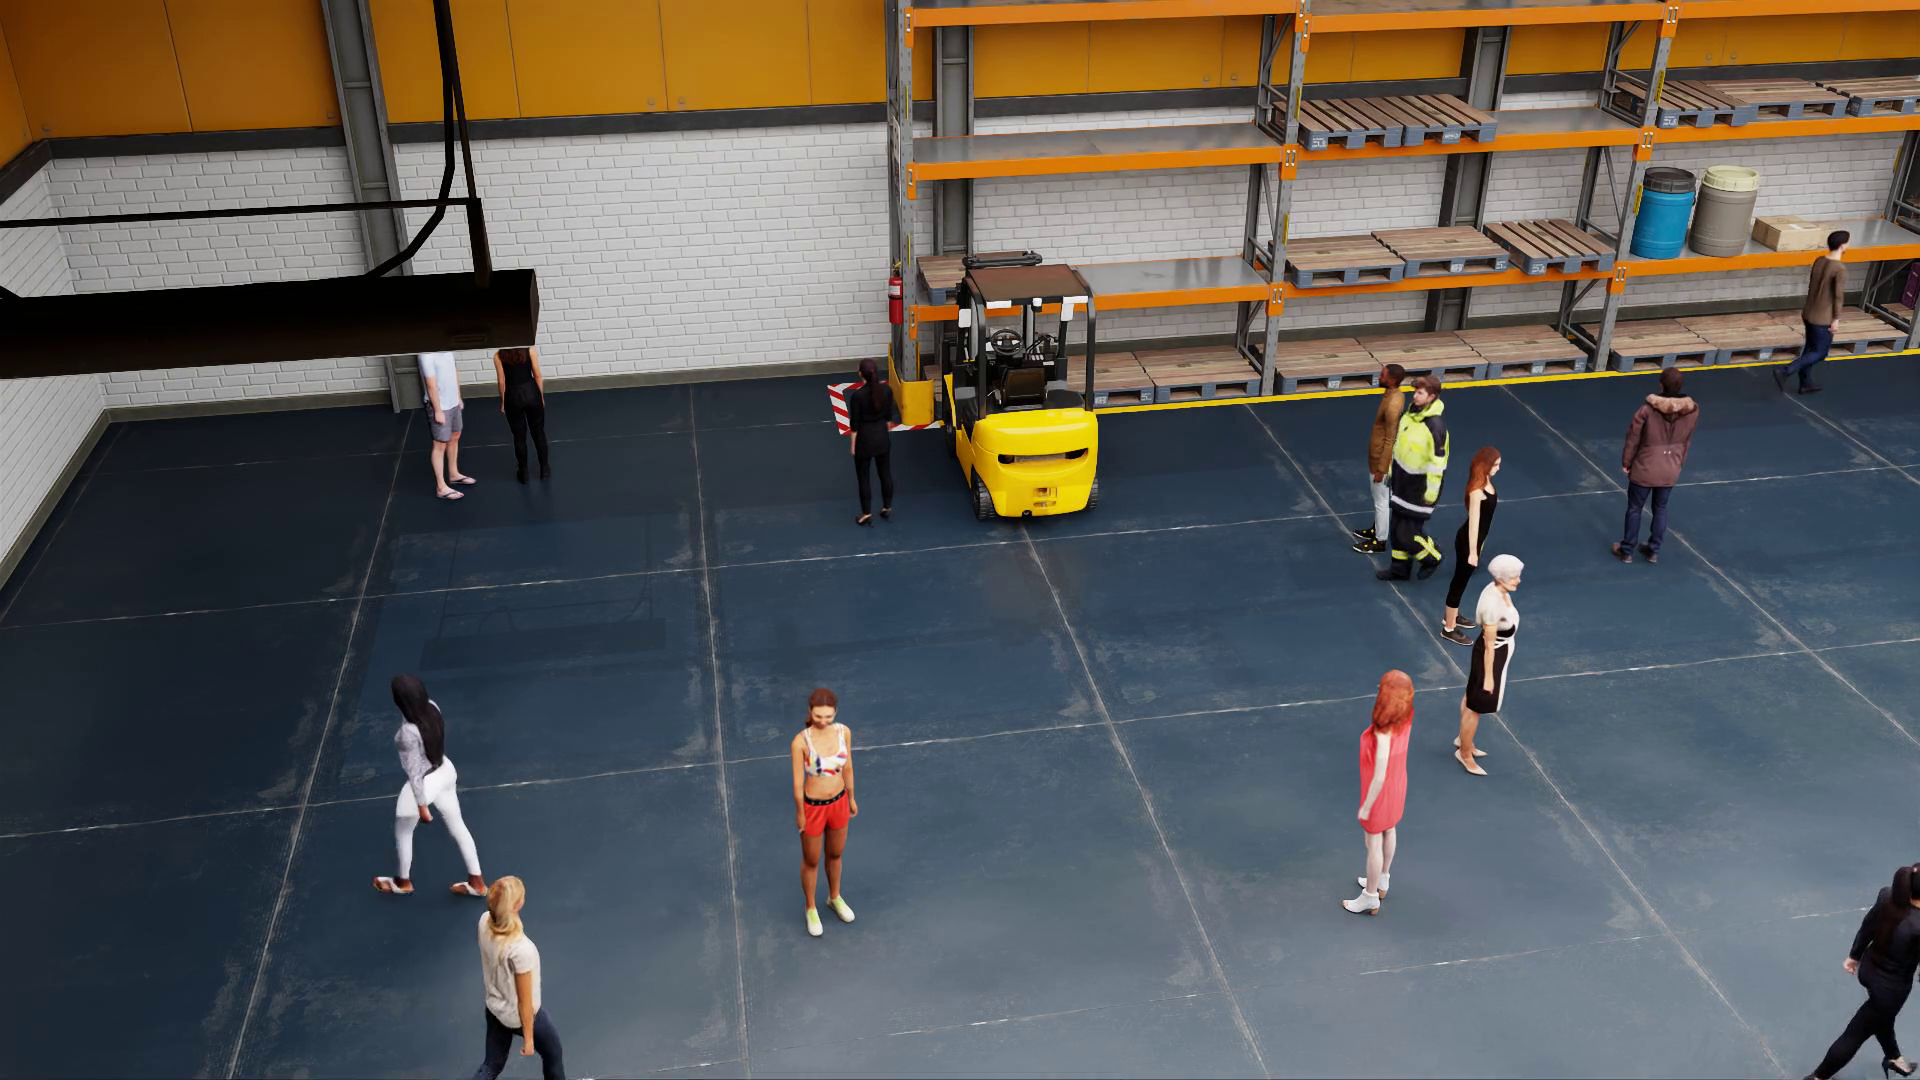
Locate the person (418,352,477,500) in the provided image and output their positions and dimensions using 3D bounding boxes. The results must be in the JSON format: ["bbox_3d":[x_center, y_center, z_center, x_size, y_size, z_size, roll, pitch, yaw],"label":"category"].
[{"bbox_3d":[-4.995,-1.308,16.025,0.671,1.829,0.702,6,29,10],"label":"person"}]

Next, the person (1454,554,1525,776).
[{"bbox_3d":[3.810,0.889,12.077,0.696,1.752,0.703,10,30,17],"label":"person"}]

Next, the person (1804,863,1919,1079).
[{"bbox_3d":[5.043,2.489,9.223,0.969,1.676,0.643,-3,29,-5],"label":"person"}]

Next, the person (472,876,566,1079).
[{"bbox_3d":[-2.473,2.596,8.922,1.102,1.778,1.213,21,35,33],"label":"person"}]

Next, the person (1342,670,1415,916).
[{"bbox_3d":[2.717,1.615,10.668,0.725,1.827,0.660,20,34,32],"label":"person"}]

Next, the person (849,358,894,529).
[{"bbox_3d":[-0.816,-0.901,15.456,0.608,1.660,0.733,-18,33,-29],"label":"person"}]

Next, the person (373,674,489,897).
[{"bbox_3d":[-3.344,1.630,10.780,1.077,1.694,0.854,5,29,10],"label":"person"}]

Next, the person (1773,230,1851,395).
[{"bbox_3d":[9.262,-2.422,18.021,0.933,1.873,0.671,-4,29,-7],"label":"person"}]

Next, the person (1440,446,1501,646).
[{"bbox_3d":[4.205,0.014,13.713,0.668,1.722,0.649,11,30,19],"label":"person"}]

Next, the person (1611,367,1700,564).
[{"bbox_3d":[6.201,-0.657,14.817,0.663,1.843,0.850,0,29,0],"label":"person"}]

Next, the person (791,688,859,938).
[{"bbox_3d":[-0.870,1.691,10.569,0.576,1.789,0.702,-14,32,-25],"label":"person"}]

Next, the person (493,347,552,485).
[{"bbox_3d":[-4.277,-1.359,16.266,0.542,1.688,0.684,-10,30,-18],"label":"person"}]

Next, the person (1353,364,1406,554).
[{"bbox_3d":[3.823,-0.745,15.007,0.676,1.815,0.707,6,29,12],"label":"person"}]

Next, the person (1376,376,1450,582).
[{"bbox_3d":[4.027,-0.519,14.431,0.811,1.971,0.792,-7,29,-13],"label":"person"}]
